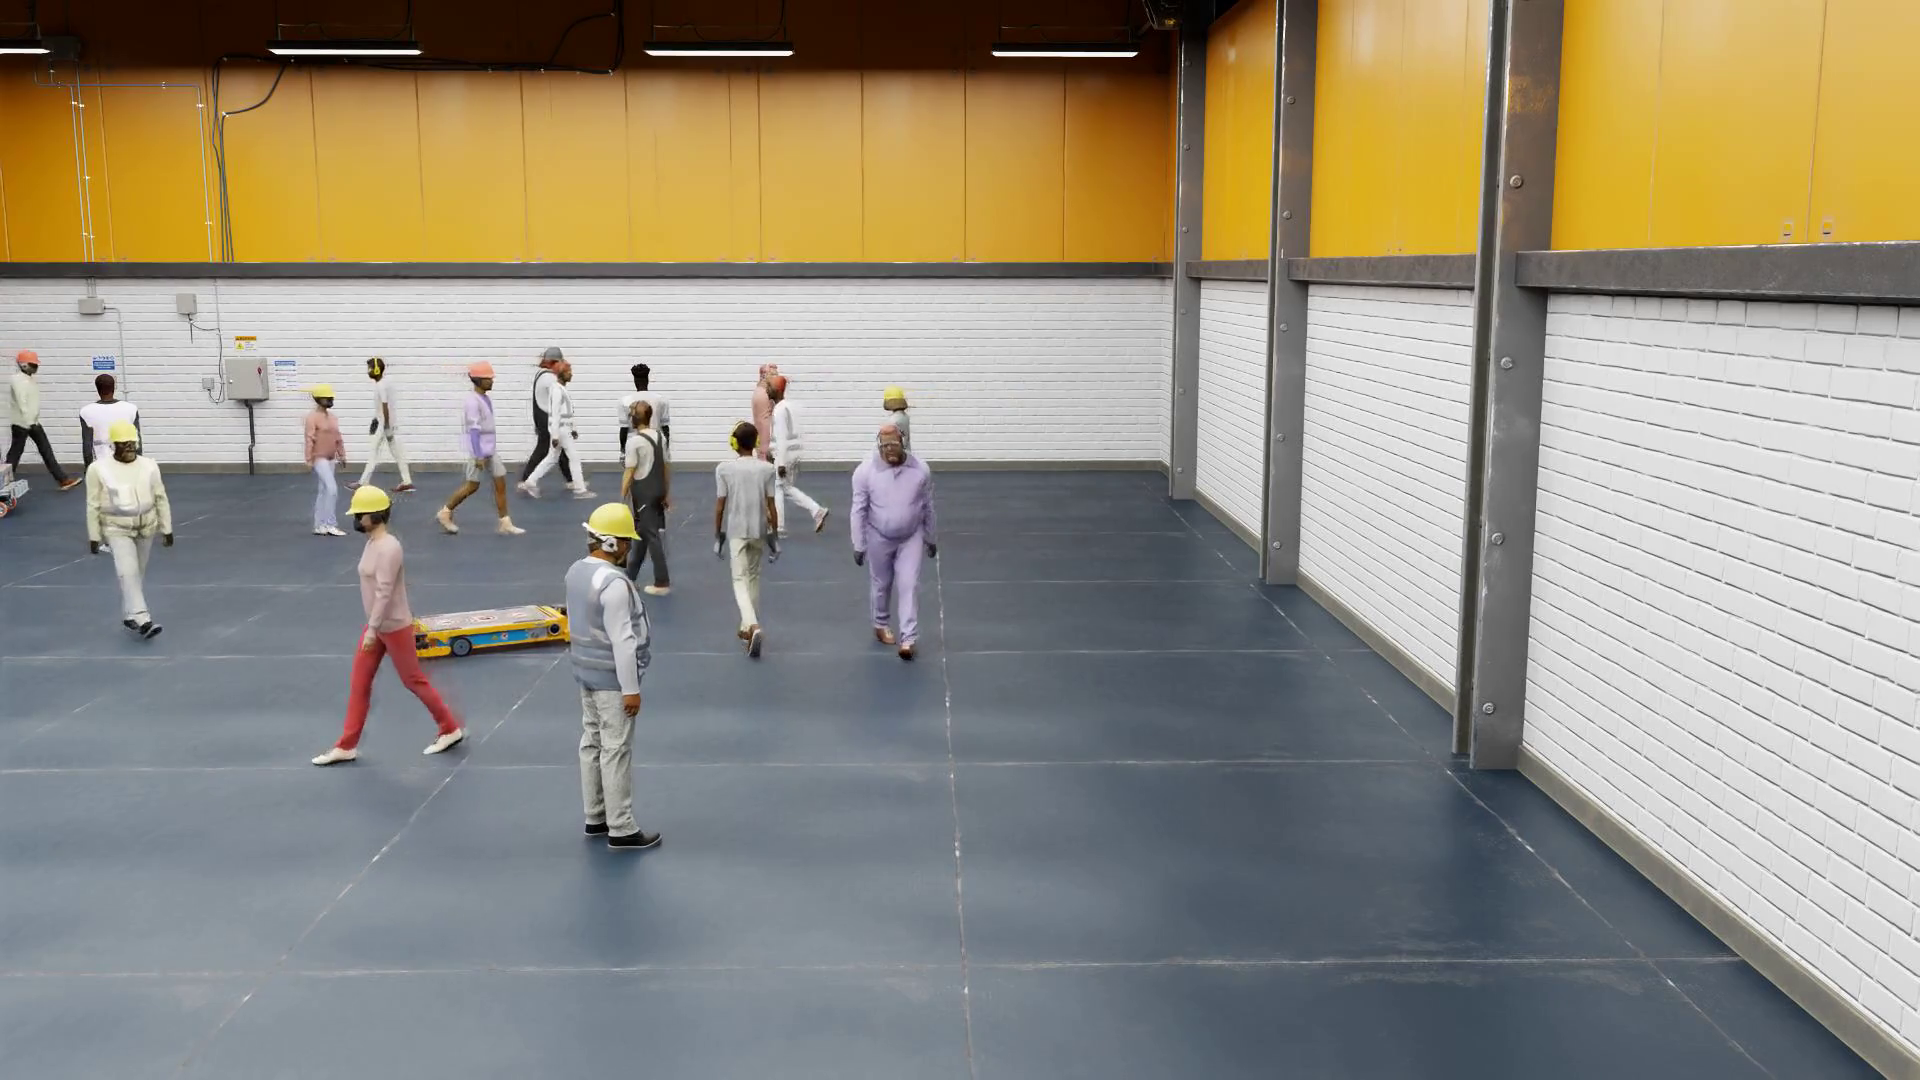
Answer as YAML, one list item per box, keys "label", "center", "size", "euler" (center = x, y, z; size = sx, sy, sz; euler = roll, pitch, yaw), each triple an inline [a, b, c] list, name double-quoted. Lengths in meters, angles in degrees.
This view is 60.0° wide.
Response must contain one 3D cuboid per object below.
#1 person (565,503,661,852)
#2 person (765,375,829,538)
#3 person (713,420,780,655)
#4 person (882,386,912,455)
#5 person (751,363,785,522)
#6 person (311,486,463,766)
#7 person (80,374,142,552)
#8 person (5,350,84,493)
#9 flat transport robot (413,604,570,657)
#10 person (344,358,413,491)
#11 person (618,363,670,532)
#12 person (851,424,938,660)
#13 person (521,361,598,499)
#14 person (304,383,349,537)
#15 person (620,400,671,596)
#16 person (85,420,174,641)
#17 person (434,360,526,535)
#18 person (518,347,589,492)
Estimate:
- label: "person"
  center: [-1.824, 0.713, 8.721]
  size: [0.403, 1.822, 0.588]
  euler: [-7, 11, -36]
- label: "person"
  center: [-1.890, -0.927, 18.666]
  size: [0.715, 1.861, 0.584]
  euler: [1, 9, 6]
- label: "person"
  center: [-1.693, -0.030, 13.236]
  size: [0.517, 1.842, 0.874]
  euler: [-4, 10, -21]
- label: "person"
  center: [-0.755, -0.871, 18.746]
  size: [0.525, 1.727, 0.488]
  euler: [2, 10, 13]
- label: "person"
  center: [-2.300, -1.170, 20.023]
  size: [0.403, 1.907, 0.680]
  euler: [-1, 9, -9]
- label: "person"
  center: [-3.528, 0.517, 10.244]
  size: [0.891, 1.724, 0.525]
  euler: [-7, 12, -37]
- label: "person"
  center: [-9.094, -0.823, 17.864]
  size: [0.587, 1.914, 0.391]
  euler: [-7, 12, -38]
- label: "person"
  center: [-12.506, -1.586, 22.446]
  size: [1.023, 1.936, 0.615]
  euler: [-1, 9, -5]
- label: "flat transport robot"
  center: [-3.782, 0.719, 13.427]
  size: [1.431, 0.197, 0.652]
  euler: [-5, 11, -29]
- label: "person"
  center: [-7.914, -1.540, 22.564]
  size: [0.941, 1.819, 0.541]
  euler: [-1, 9, -9]
- label: "person"
  center: [-3.618, -1.045, 19.079]
  size: [0.602, 1.959, 0.368]
  euler: [-4, 10, -23]
- label: "person"
  center: [-0.511, -0.009, 13.111]
  size: [0.704, 1.837, 1.014]
  euler: [-2, 9, -10]
- label: "person"
  center: [-5.321, -1.438, 21.871]
  size: [0.945, 1.852, 0.582]
  euler: [-2, 10, -14]
- label: "person"
  center: [-7.114, -0.902, 18.825]
  size: [0.621, 1.743, 0.554]
  euler: [2, 9, 12]
- label: "person"
  center: [-3.035, -0.391, 15.503]
  size: [0.852, 1.814, 0.540]
  euler: [4, 10, 24]
- label: "person"
  center: [-6.738, -0.077, 13.633]
  size: [0.873, 1.792, 0.621]
  euler: [7, 11, 36]
- label: "person"
  center: [-5.501, -1.037, 18.904]
  size: [0.986, 2.016, 0.614]
  euler: [1, 9, 6]
- label: "person"
  center: [-5.611, -1.671, 22.672]
  size: [0.985, 2.000, 0.673]
  euler: [-3, 10, -20]
